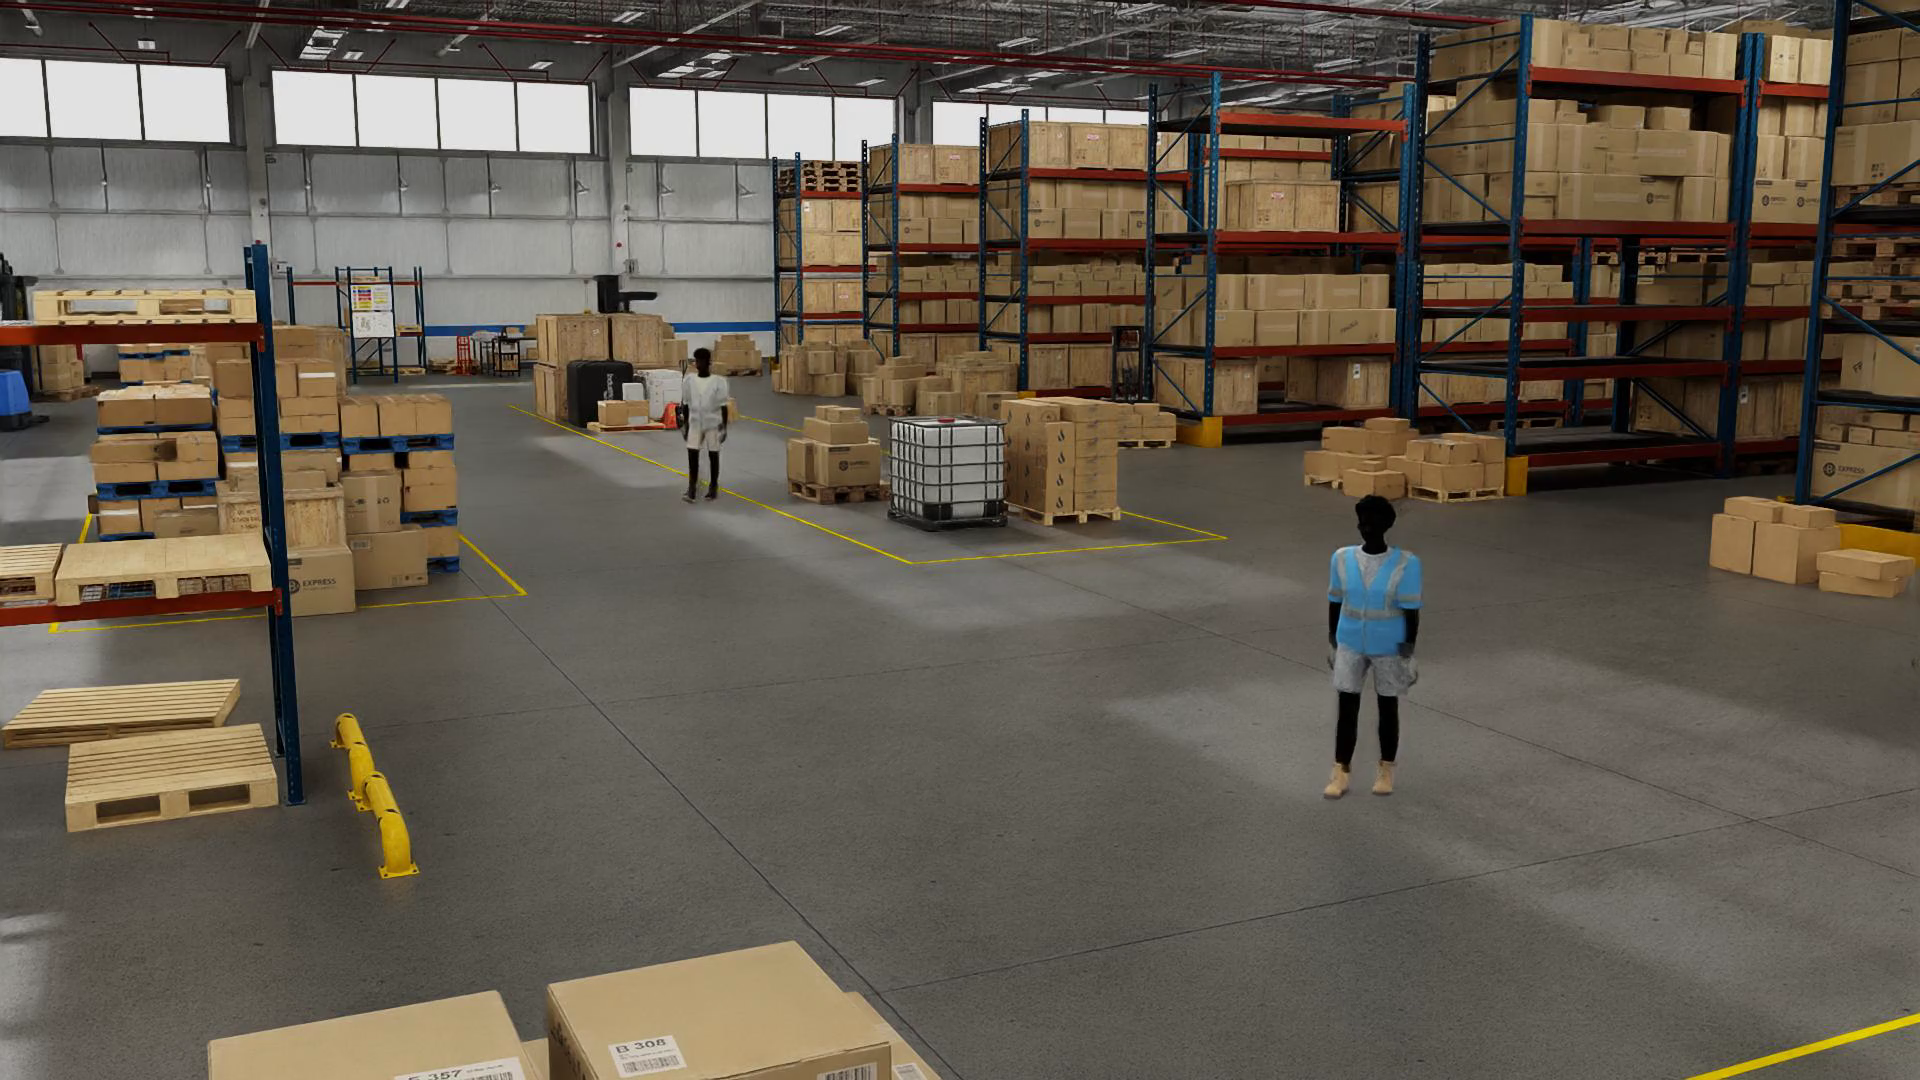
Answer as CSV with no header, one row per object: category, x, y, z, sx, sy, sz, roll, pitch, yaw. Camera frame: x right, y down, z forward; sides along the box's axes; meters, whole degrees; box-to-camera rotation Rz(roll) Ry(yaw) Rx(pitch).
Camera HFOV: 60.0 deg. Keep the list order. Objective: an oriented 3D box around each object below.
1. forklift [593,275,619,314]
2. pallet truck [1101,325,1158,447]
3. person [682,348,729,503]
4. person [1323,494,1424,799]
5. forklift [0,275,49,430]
forklift,-8.103,-4.709,38.303,1.873,2.768,1.129,-4,10,-25
pallet truck,2.881,-2.596,27.923,0.823,1.965,1.885,-1,9,-7
person,-3.229,-1.416,20.782,0.632,1.932,0.885,1,9,8
person,2.258,0.588,9.138,0.550,1.694,0.370,5,10,28
forklift,-17.775,-3.458,30.544,1.129,2.768,1.873,-2,9,-10
